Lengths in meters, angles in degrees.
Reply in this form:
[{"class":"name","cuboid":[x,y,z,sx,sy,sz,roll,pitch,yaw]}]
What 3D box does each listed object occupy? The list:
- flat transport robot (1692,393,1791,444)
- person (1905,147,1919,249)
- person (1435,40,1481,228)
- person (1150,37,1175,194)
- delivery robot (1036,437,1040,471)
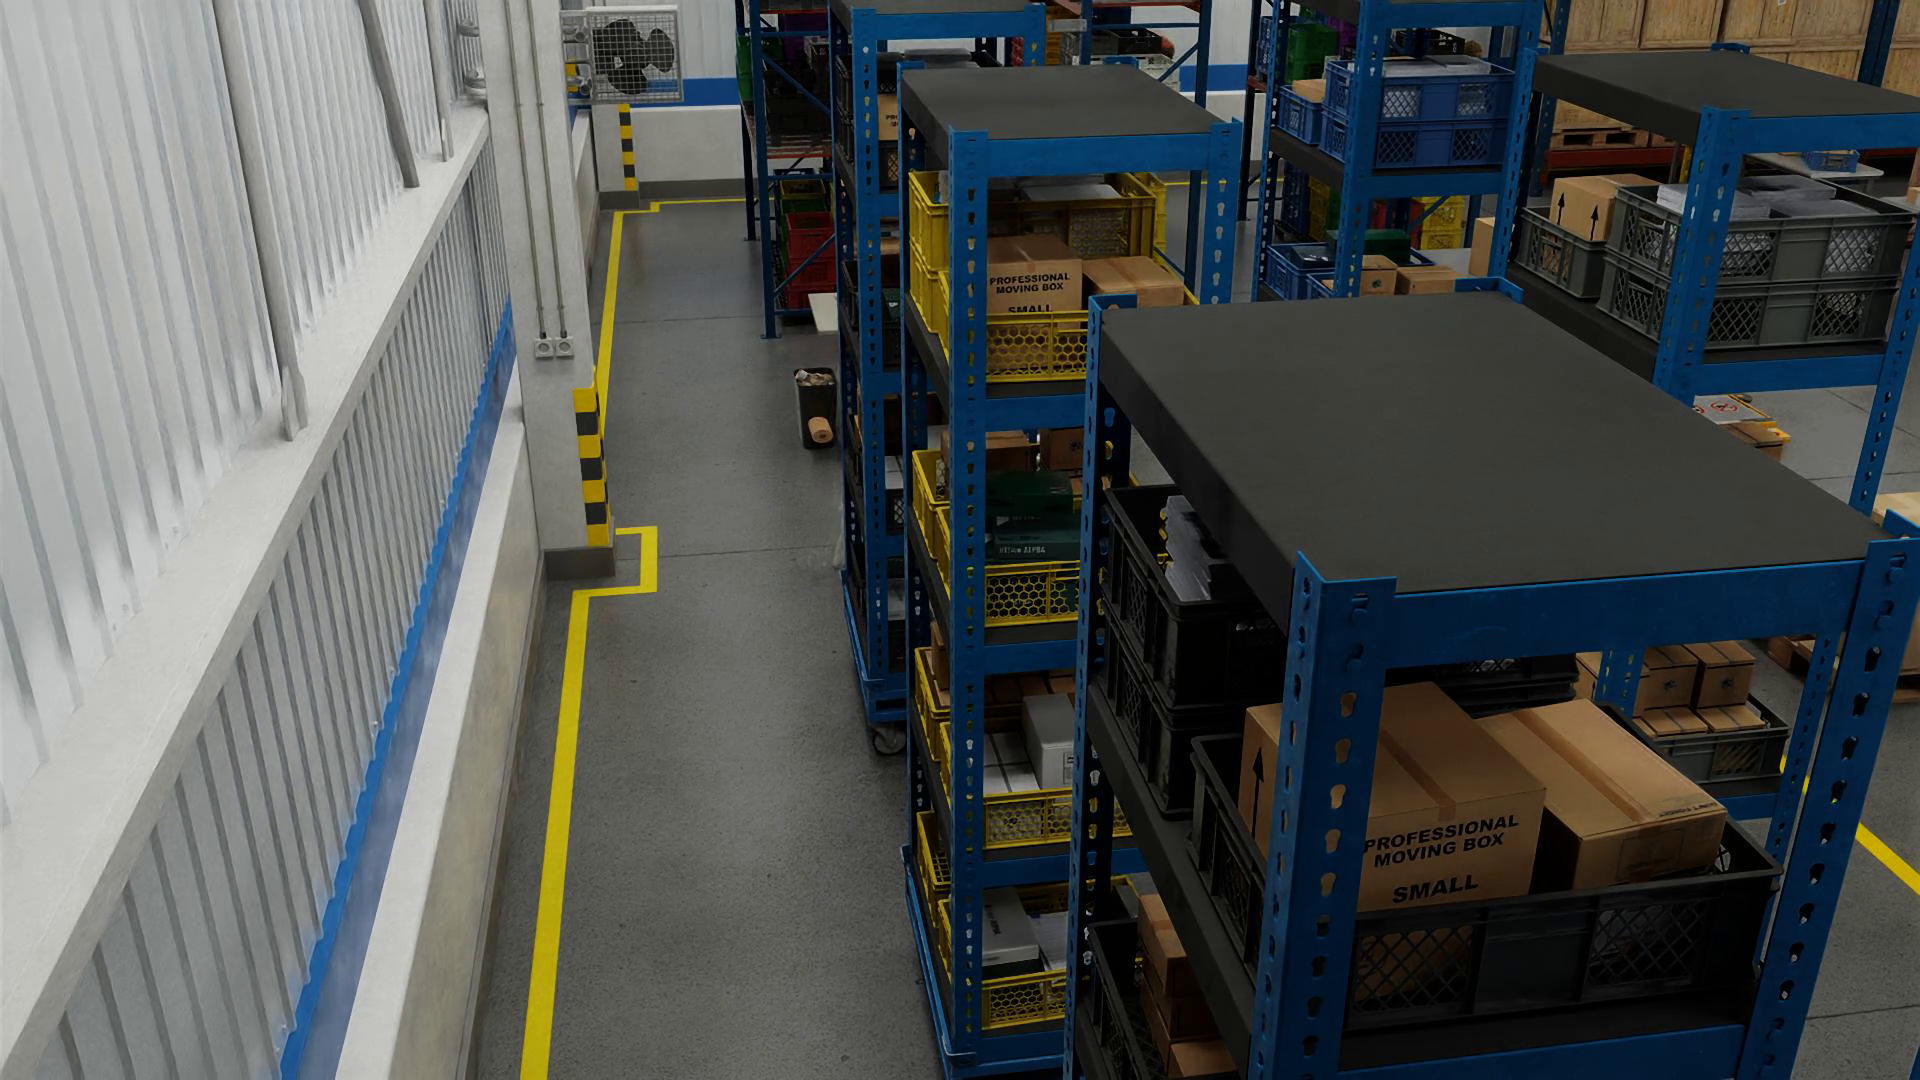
[{"class":"flat transport robot","cuboid":[5.224,-0.859,12.132,1.431,0.197,0.652,-4,25,-8]},{"class":"person","cuboid":[9.905,-3.906,16.816,0.402,1.904,0.652,11,27,23]},{"class":"person","cuboid":[5.272,-4.309,17.657,0.373,1.937,0.629,2,25,4]},{"class":"person","cuboid":[2.203,-4.674,18.549,0.390,1.854,0.756,9,26,19]},{"class":"delivery robot","cuboid":[0.715,-0.486,10.876,0.707,0.478,0.477,14,28,27]}]
